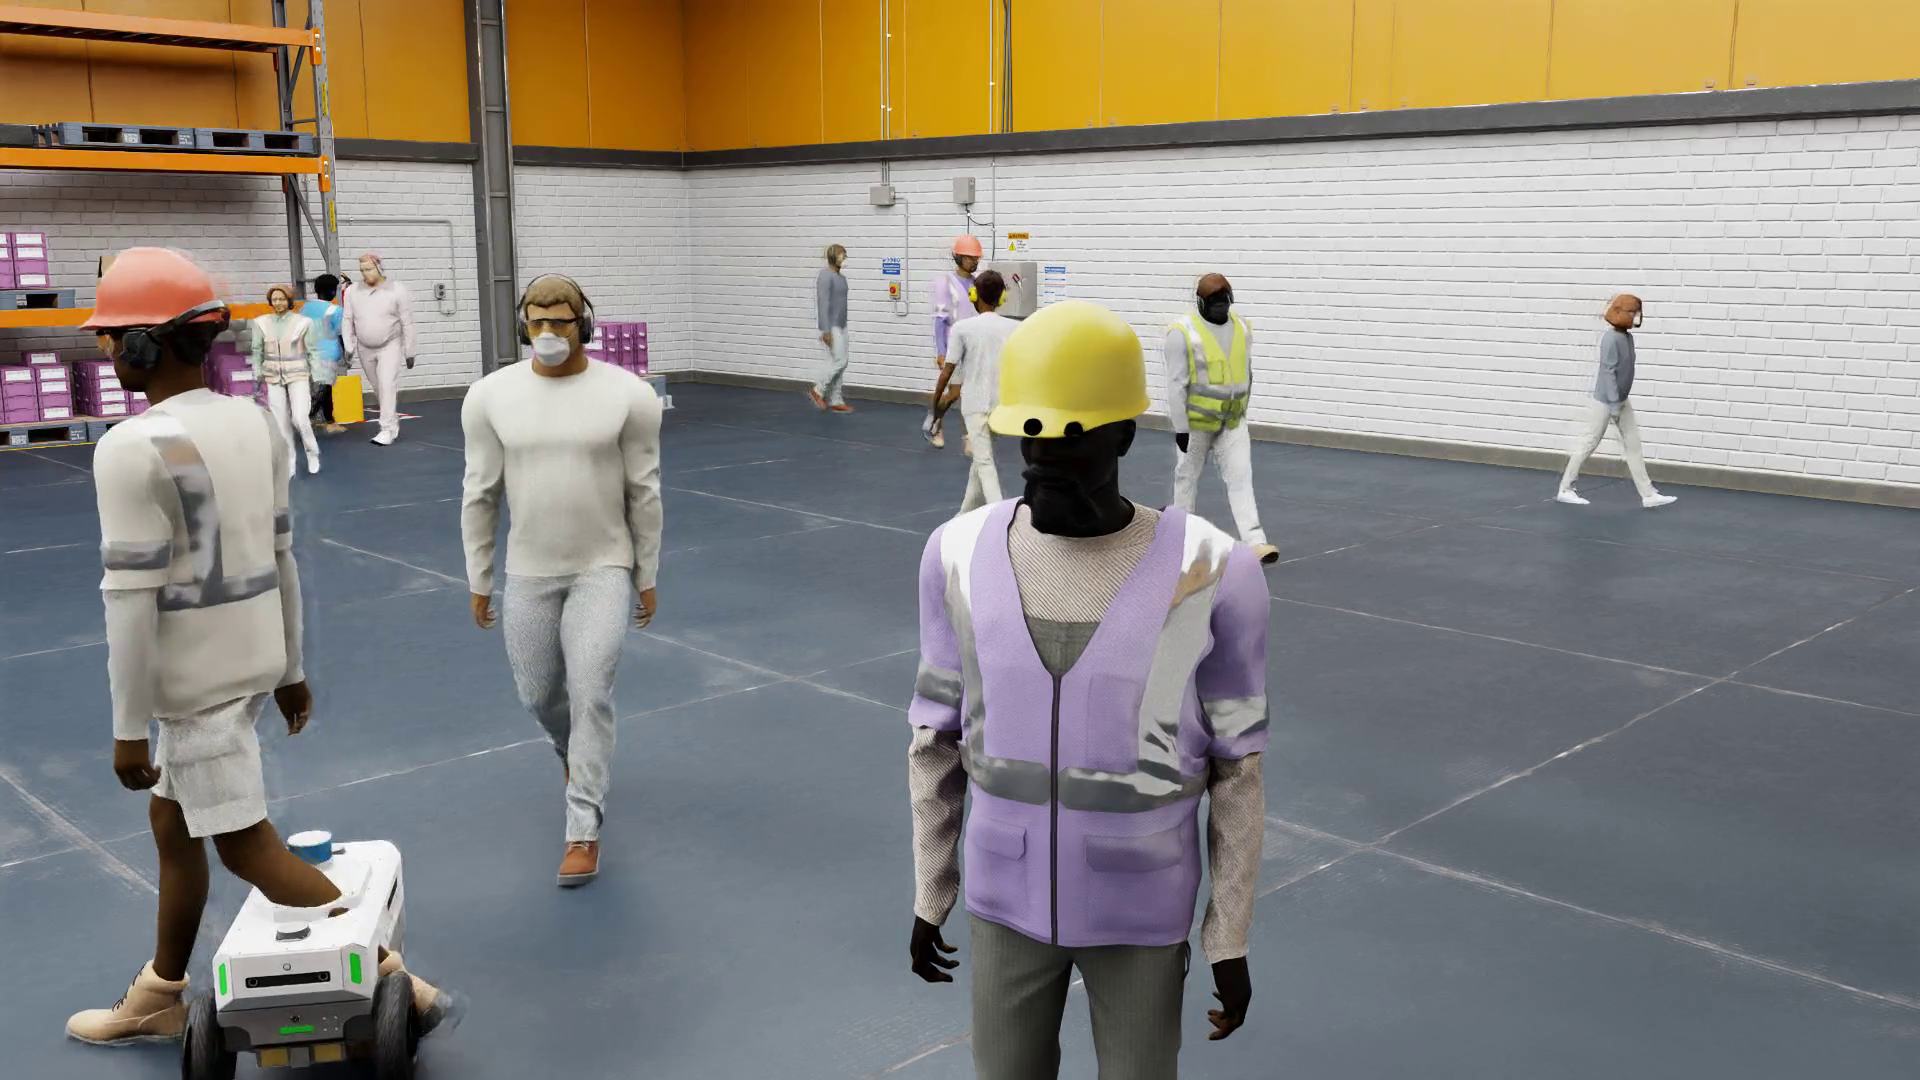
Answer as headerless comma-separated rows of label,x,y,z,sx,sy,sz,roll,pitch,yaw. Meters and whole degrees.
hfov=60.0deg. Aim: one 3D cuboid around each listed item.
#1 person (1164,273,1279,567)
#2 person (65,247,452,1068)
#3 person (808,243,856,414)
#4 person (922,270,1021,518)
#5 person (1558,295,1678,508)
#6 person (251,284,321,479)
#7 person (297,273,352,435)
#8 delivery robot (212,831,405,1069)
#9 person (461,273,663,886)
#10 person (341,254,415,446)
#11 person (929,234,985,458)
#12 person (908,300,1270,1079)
person,1.568,-0.711,10.104,0.647,1.790,0.965,-5,11,-24
person,-1.732,0.313,3.971,1.004,2.011,0.608,1,10,5
person,-1.407,-2.380,18.821,0.443,1.929,0.649,3,11,15
person,0.108,-0.790,10.517,0.644,1.800,0.995,-5,12,-25
person,4.900,-1.024,12.371,0.866,1.584,0.527,9,14,41
person,-5.585,-1.305,13.792,0.528,1.628,0.360,0,10,0
person,-6.388,-1.829,16.577,0.546,1.650,0.810,5,11,24
delivery robot,-1.588,0.961,4.101,0.477,0.478,0.707,-2,11,-11
person,-1.277,0.089,5.430,0.635,1.914,0.807,-1,10,-4
person,-5.685,-1.865,16.295,0.642,1.850,0.992,1,10,4
person,-0.001,-1.766,15.212,0.636,2.031,0.655,-8,13,-37
person,0.186,0.580,2.701,0.594,1.922,0.385,4,11,20
